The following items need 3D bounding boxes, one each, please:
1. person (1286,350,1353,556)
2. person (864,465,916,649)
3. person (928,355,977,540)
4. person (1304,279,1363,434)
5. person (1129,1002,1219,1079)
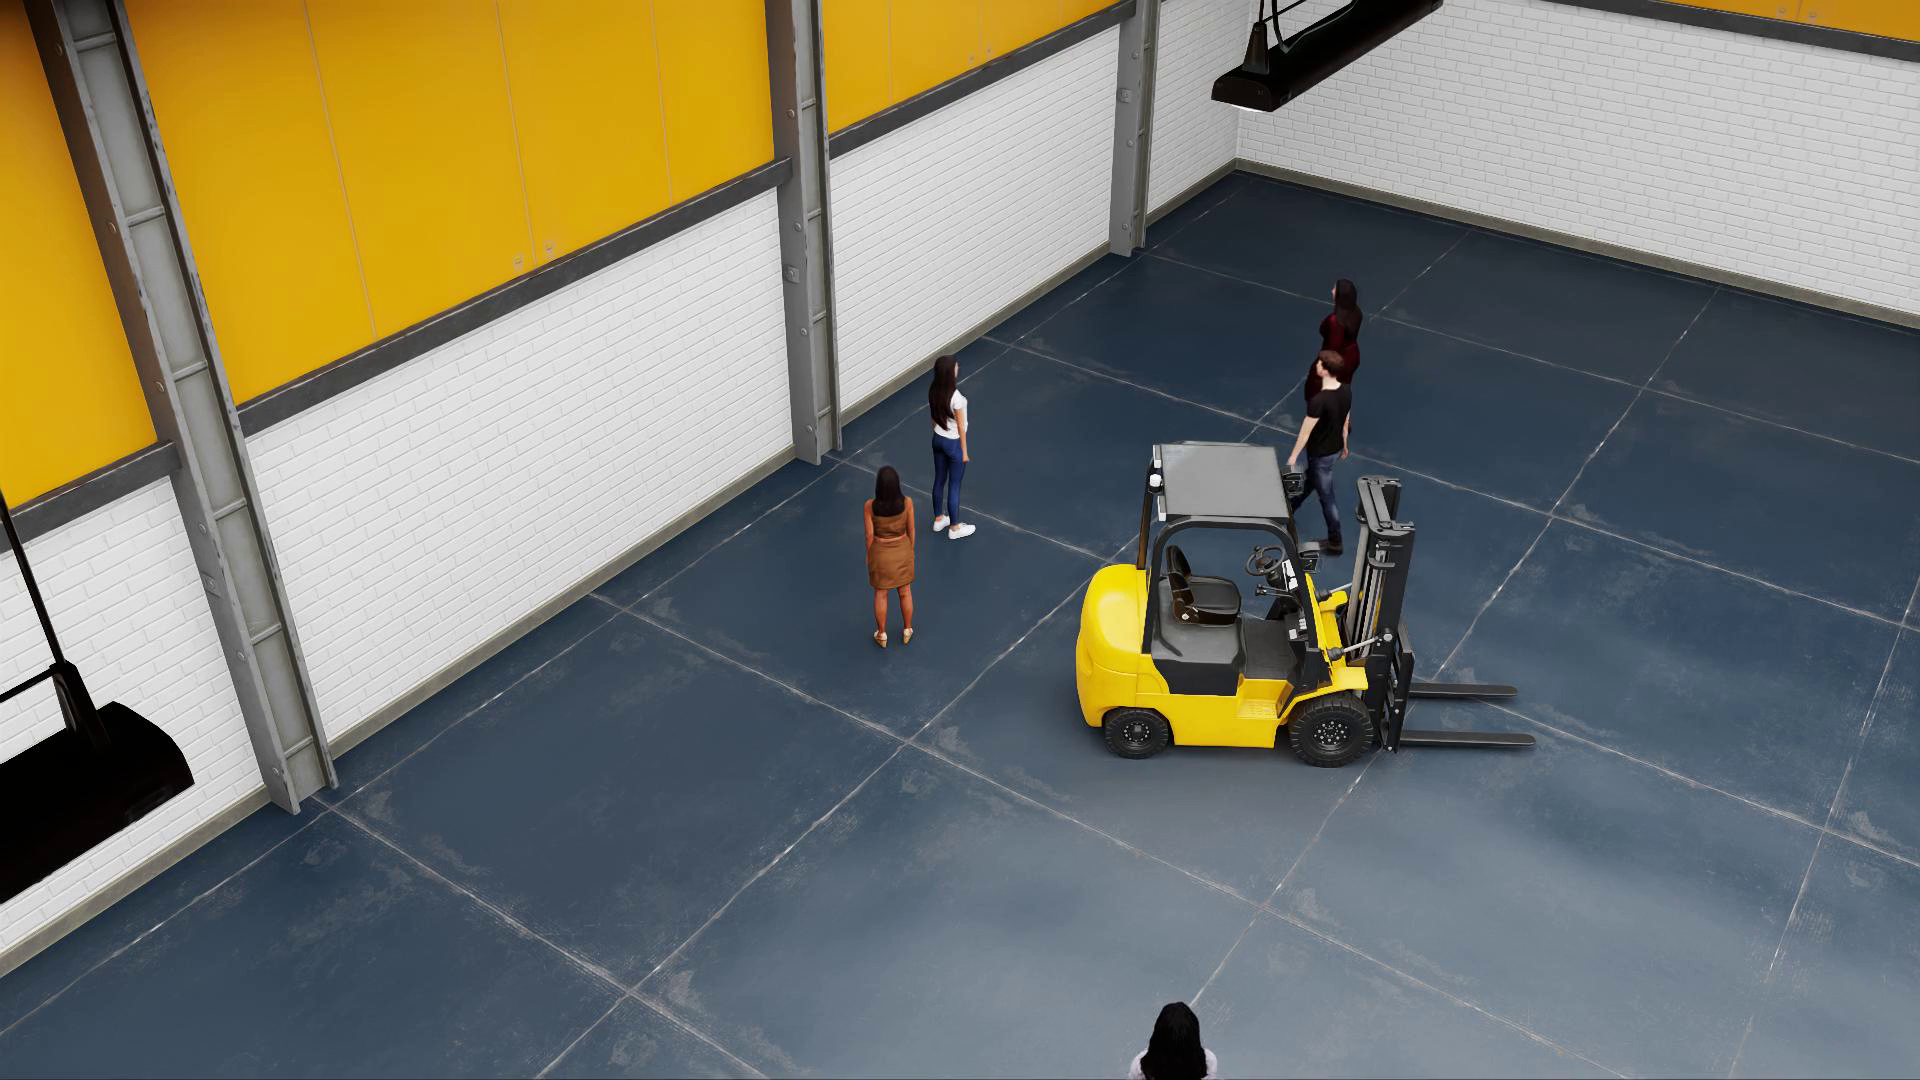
[{"bbox_3d":[3.243,-0.719,14.463,1.149,1.853,0.893,-28,43,-35],"label":"person"},{"bbox_3d":[-0.557,0.131,13.333,0.627,1.690,0.697,-8,34,-11],"label":"person"},{"bbox_3d":[-0.104,-0.827,14.697,0.603,1.774,0.642,-24,41,-32],"label":"person"},{"bbox_3d":[3.712,-1.665,15.985,0.739,1.745,0.675,24,41,32],"label":"person"},{"bbox_3d":[1.111,3.172,8.752,1.100,1.696,1.161,-6,34,-8],"label":"person"}]
